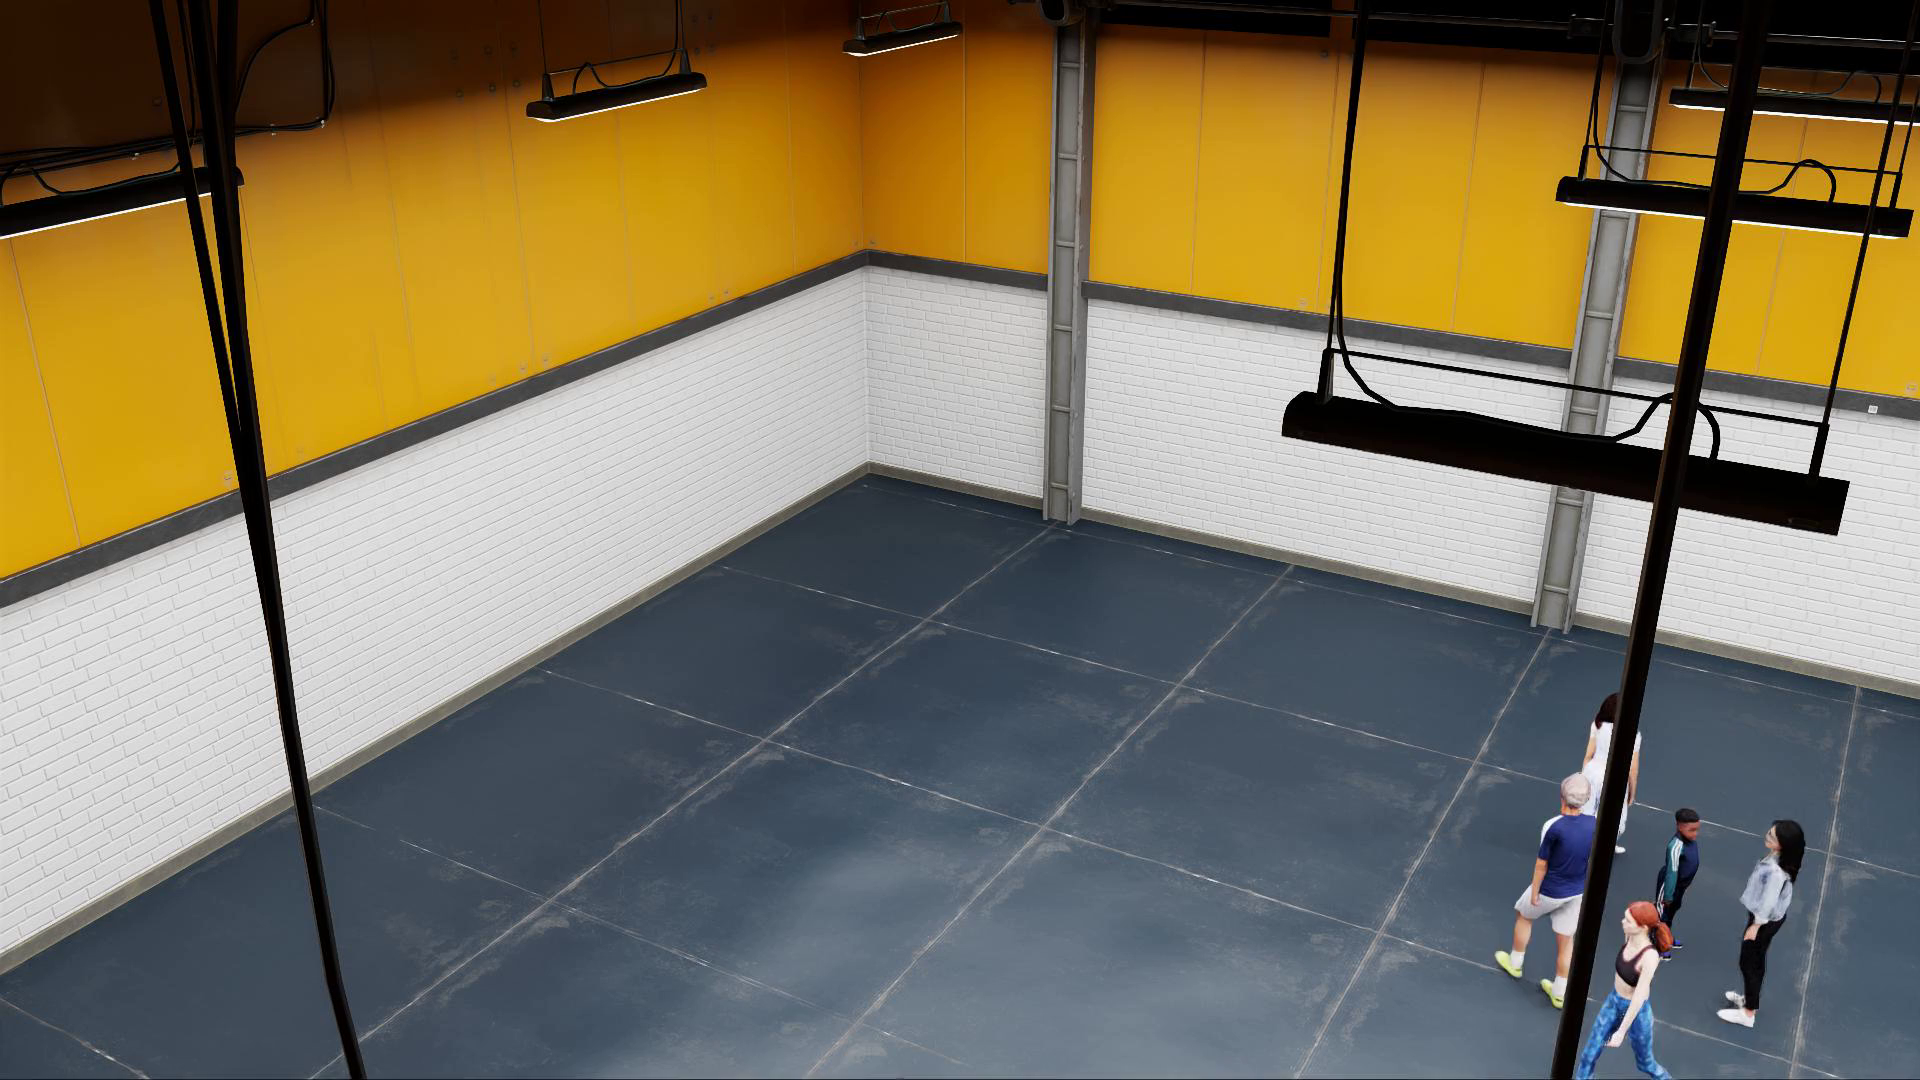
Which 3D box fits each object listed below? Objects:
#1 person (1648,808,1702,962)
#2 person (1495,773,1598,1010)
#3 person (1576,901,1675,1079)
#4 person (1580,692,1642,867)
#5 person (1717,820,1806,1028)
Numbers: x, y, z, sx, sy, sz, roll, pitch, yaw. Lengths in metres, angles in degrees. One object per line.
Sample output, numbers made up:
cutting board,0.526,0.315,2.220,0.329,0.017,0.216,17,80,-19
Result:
person,5.495,2.612,12.778,0.549,1.256,0.545,-21,31,-39
person,4.430,2.601,12.130,0.949,1.794,0.999,-5,24,-12
person,4.479,3.162,10.913,1.256,1.741,1.070,-3,24,-7
person,5.155,2.080,13.352,1.152,1.770,0.808,17,29,34
person,5.784,2.717,11.976,0.644,1.705,0.571,-21,31,-39
